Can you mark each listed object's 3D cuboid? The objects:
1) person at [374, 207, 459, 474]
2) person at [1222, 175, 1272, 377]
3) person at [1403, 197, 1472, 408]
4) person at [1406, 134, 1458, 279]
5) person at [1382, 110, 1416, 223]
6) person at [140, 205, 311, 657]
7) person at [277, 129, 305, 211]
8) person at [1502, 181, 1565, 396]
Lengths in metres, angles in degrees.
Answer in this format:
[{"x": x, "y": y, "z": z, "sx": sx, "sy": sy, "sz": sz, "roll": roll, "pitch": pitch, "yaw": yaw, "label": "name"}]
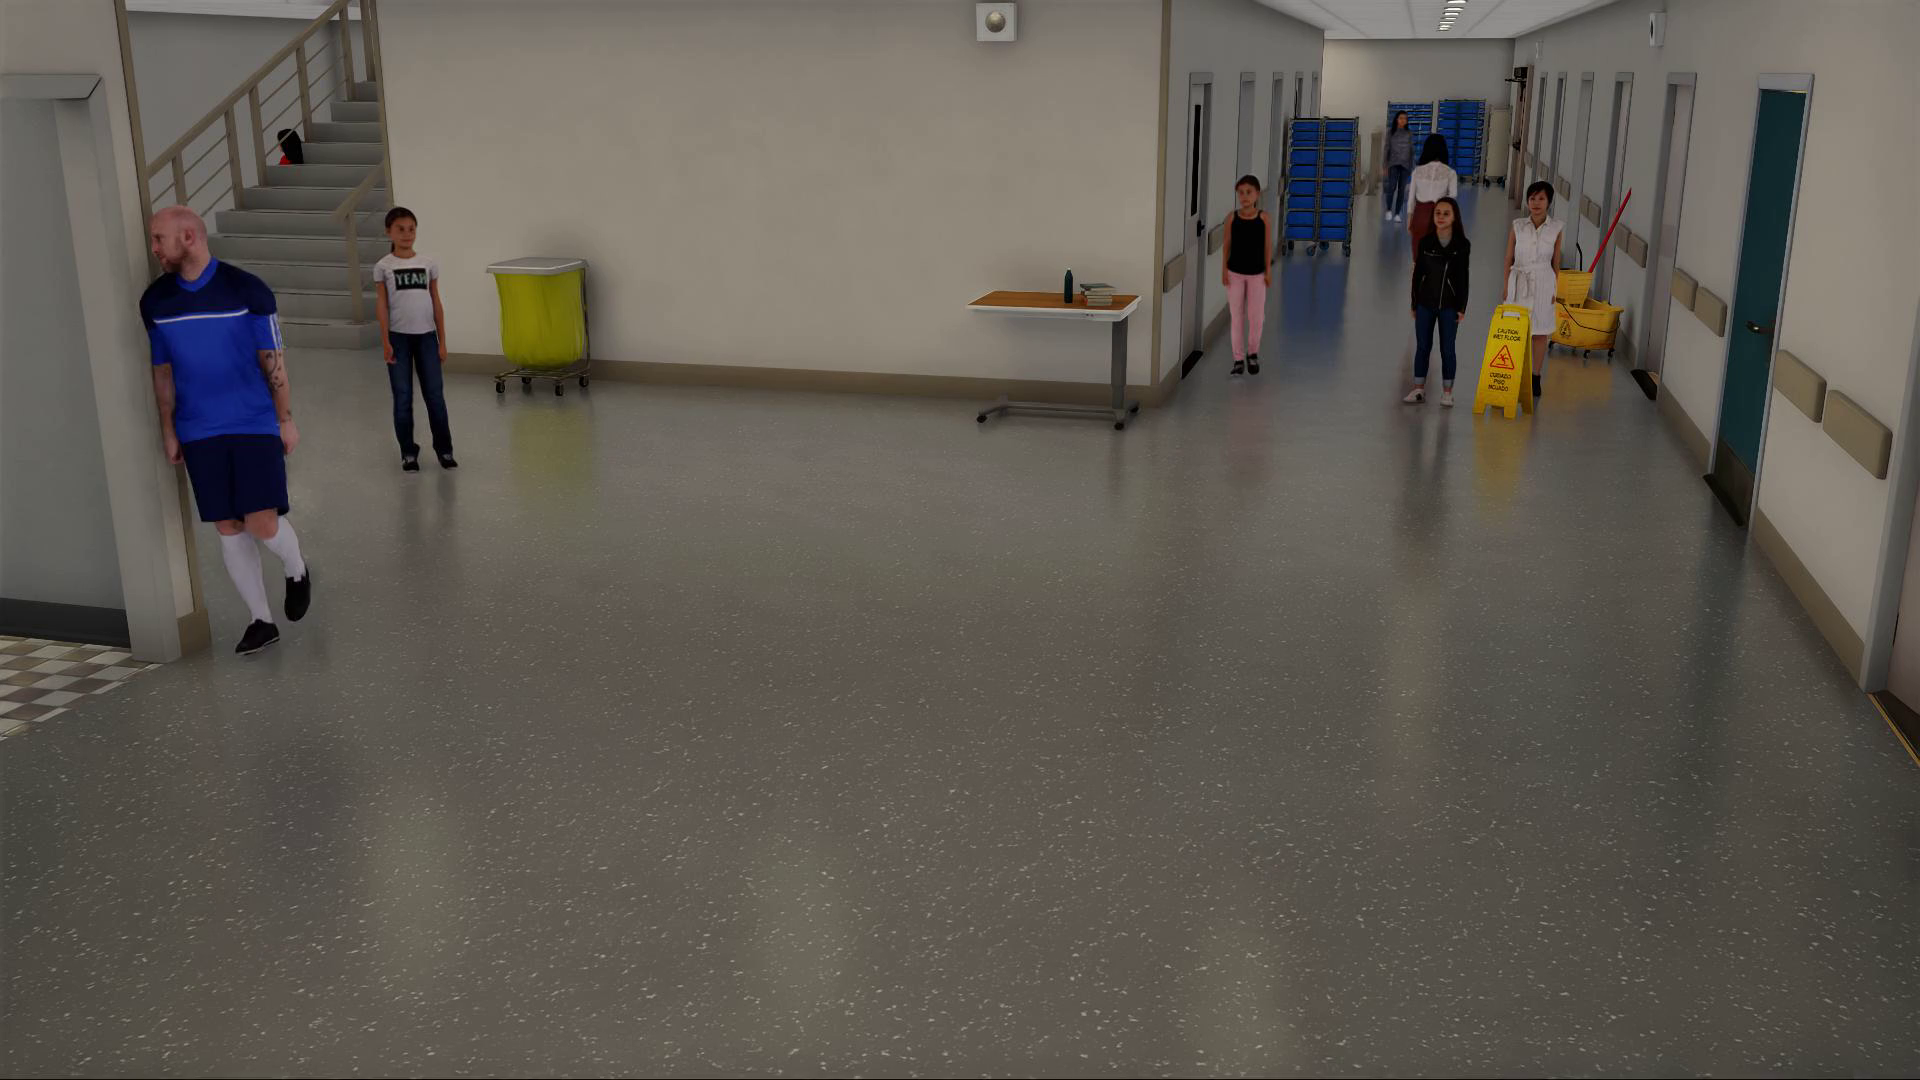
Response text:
[{"x": -3.293, "y": -1.200, "z": 9.916, "sx": 0.664, "sy": 1.559, "sz": 0.722, "roll": -8, "pitch": 17, "yaw": -25, "label": "person"}, {"x": 2.230, "y": -2.041, "z": 12.921, "sx": 0.530, "sy": 1.547, "sz": 0.547, "roll": 4, "pitch": 16, "yaw": 13, "label": "person"}, {"x": 3.399, "y": -1.689, "z": 11.795, "sx": 0.604, "sy": 1.481, "sz": 0.575, "roll": 9, "pitch": 18, "yaw": 30, "label": "person"}, {"x": 4.437, "y": -2.932, "z": 15.758, "sx": 0.632, "sy": 1.722, "sz": 1.016, "roll": 6, "pitch": 17, "yaw": 19, "label": "person"}, {"x": 6.902, "y": -5.884, "z": 26.240, "sx": 0.696, "sy": 1.716, "sz": 0.703, "roll": -1, "pitch": 16, "yaw": -2, "label": "person"}, {"x": -2.929, "y": -0.442, "z": 6.758, "sx": 0.804, "sy": 1.813, "sz": 0.843, "roll": -1, "pitch": 16, "yaw": -5, "label": "person"}, {"x": -6.894, "y": -3.384, "z": 17.311, "sx": 0.700, "sy": 1.749, "sz": 0.576, "roll": 2, "pitch": 16, "yaw": 8, "label": "person"}, {"x": 4.195, "y": -1.852, "z": 12.232, "sx": 0.558, "sy": 1.556, "sz": 0.520, "roll": 5, "pitch": 16, "yaw": 17, "label": "person"}]
